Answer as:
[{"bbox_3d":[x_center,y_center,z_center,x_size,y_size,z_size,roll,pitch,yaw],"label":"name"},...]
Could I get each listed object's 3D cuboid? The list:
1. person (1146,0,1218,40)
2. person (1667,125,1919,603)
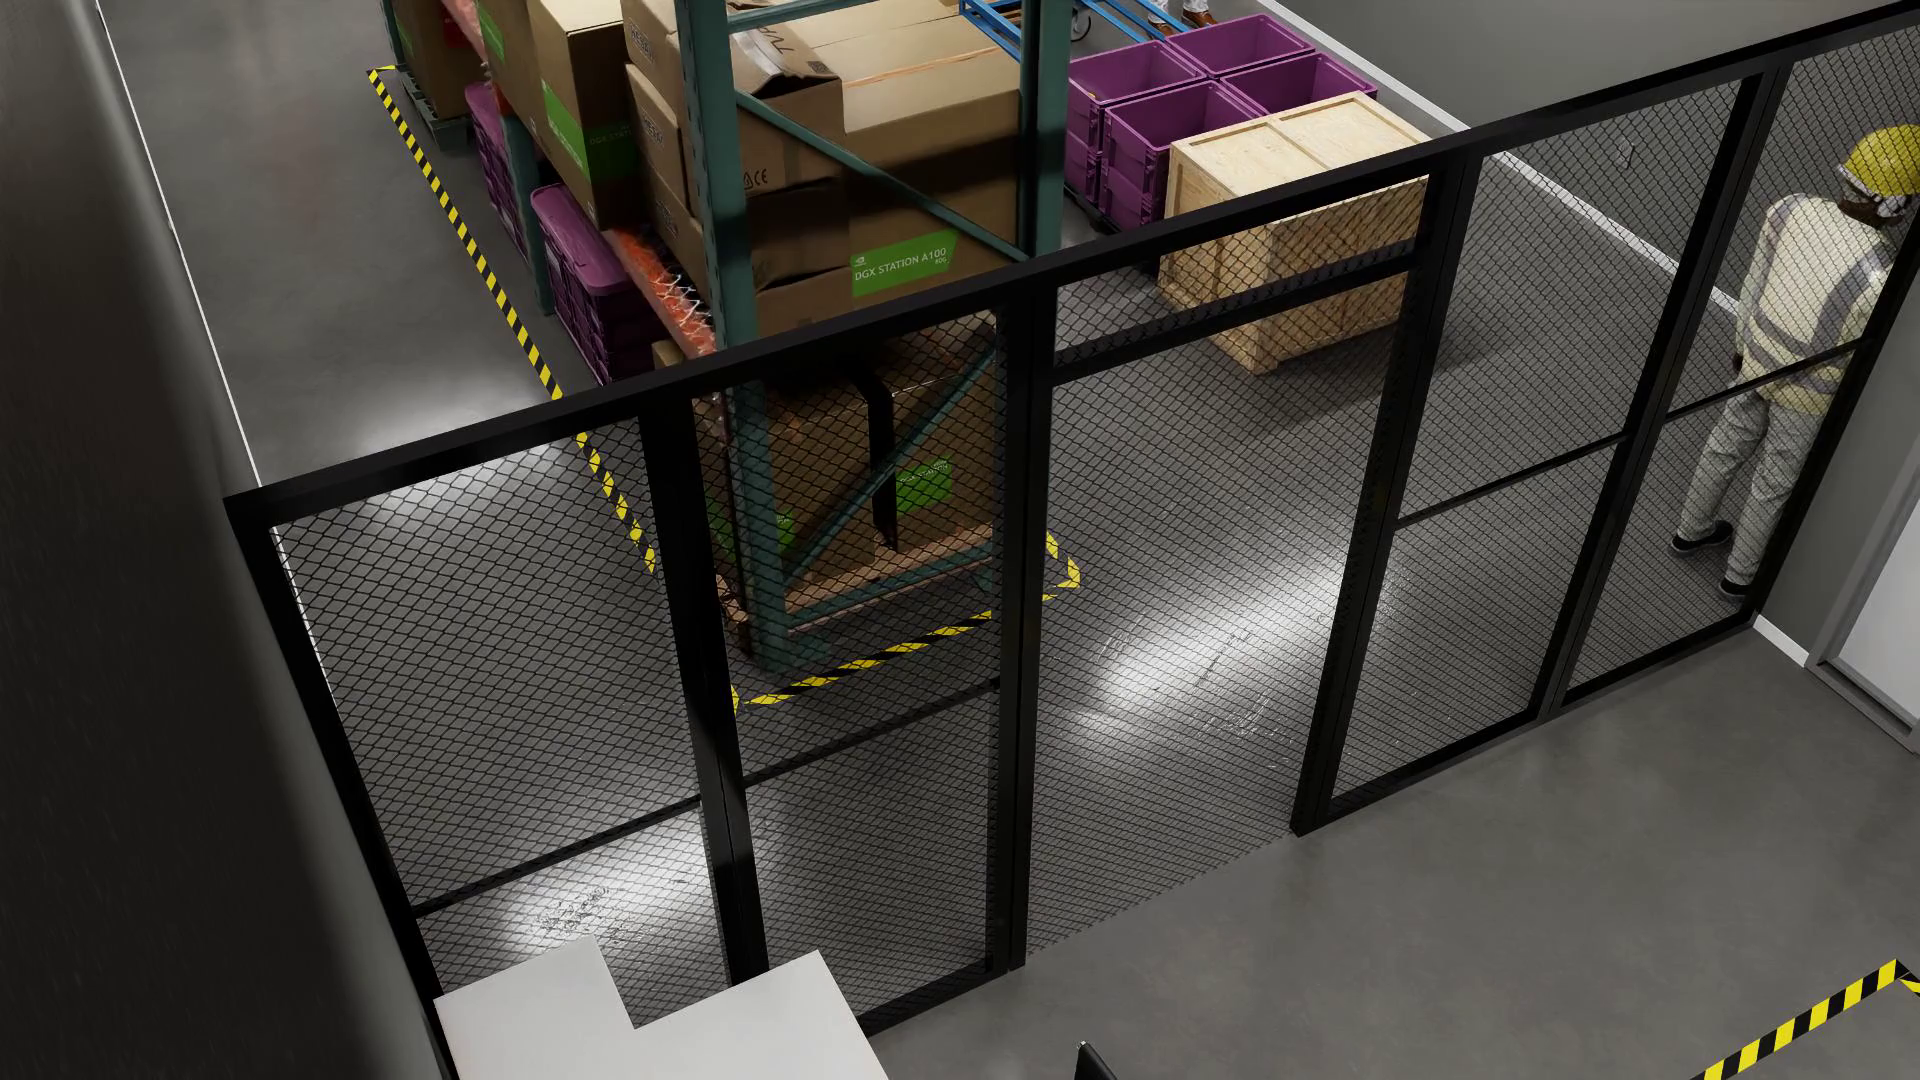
[{"bbox_3d":[1.270,-3.624,8.910,0.634,1.939,0.367,-22,47,-22],"label":"person"},{"bbox_3d":[2.857,-0.569,5.645,0.403,1.833,0.591,-14,44,-15],"label":"person"}]
